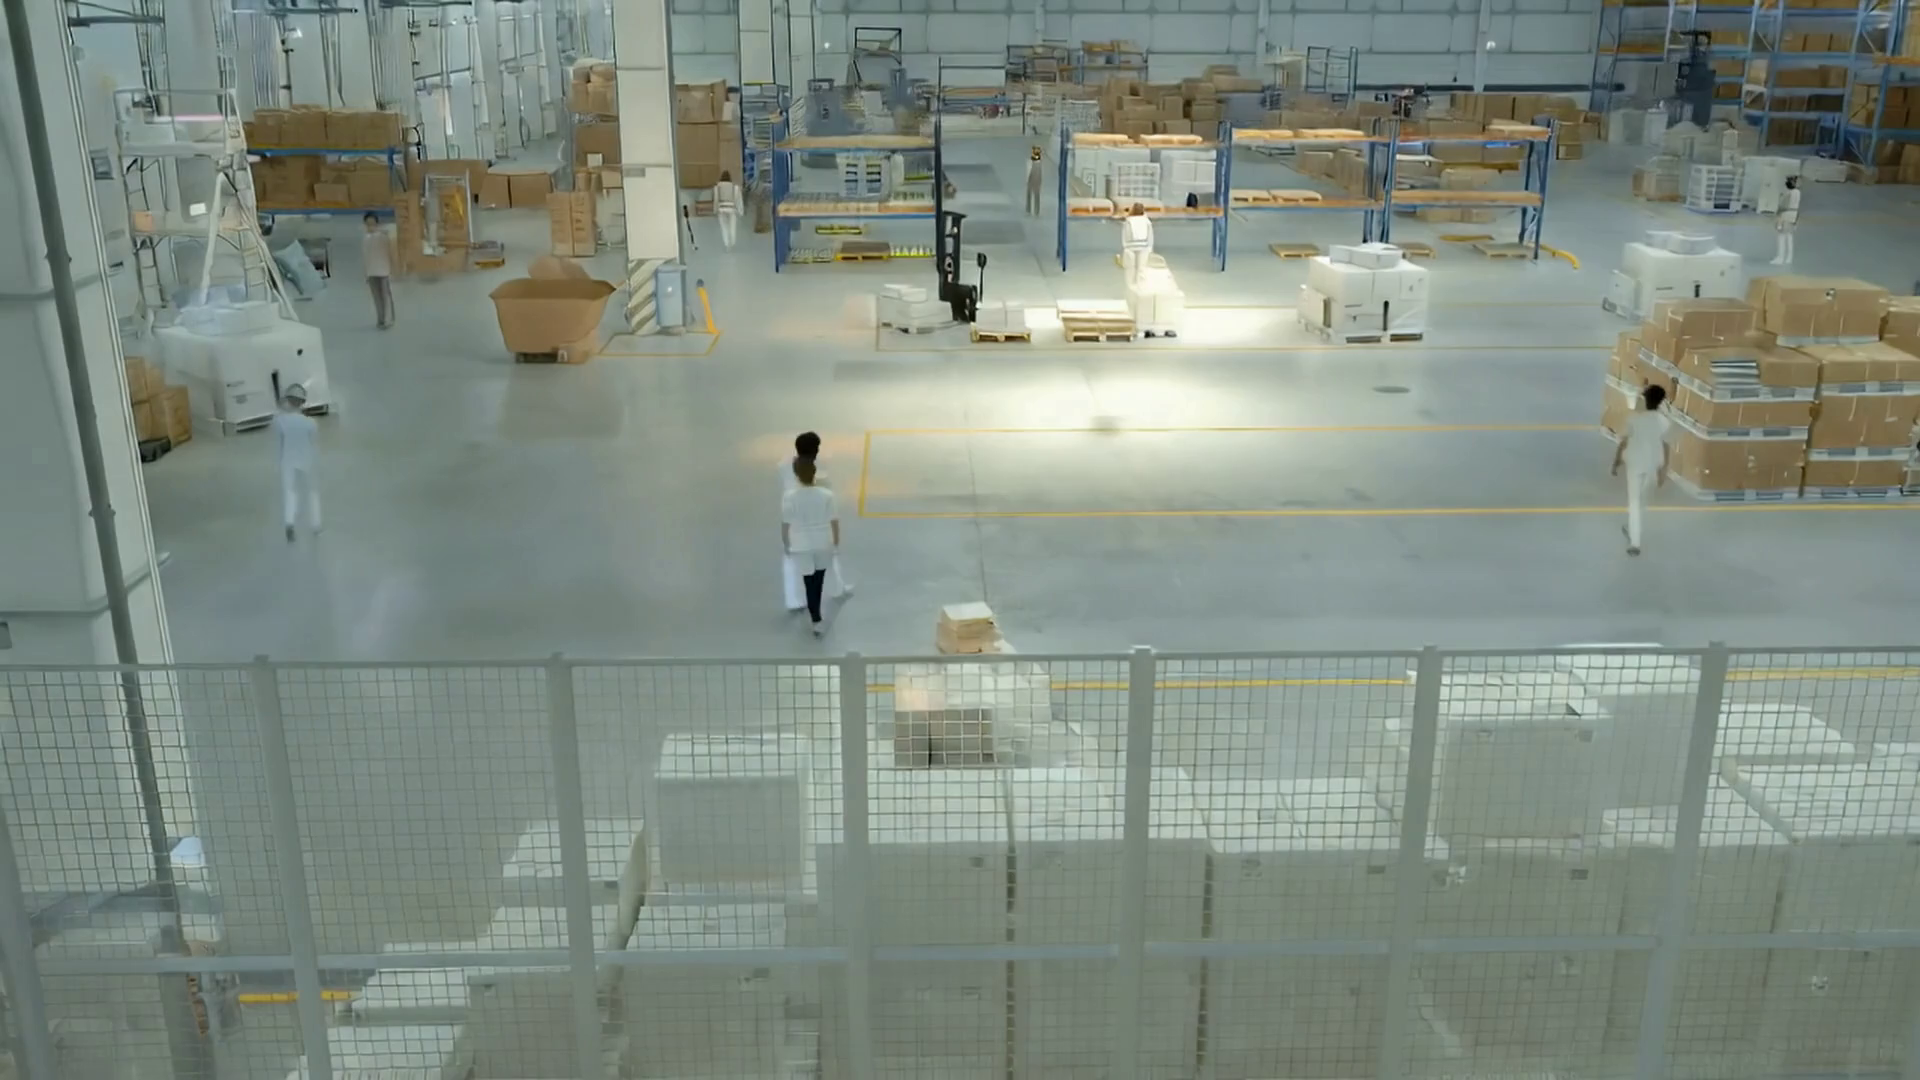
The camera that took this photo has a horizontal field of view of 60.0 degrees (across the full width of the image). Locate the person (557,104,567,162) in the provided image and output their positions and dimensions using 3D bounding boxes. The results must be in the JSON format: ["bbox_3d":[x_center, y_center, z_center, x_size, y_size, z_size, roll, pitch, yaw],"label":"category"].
[{"bbox_3d":[-13.433,-13.749,56.161,0.441,1.916,0.674,3,19,9],"label":"person"}]

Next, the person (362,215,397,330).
[{"bbox_3d":[-10.205,-4.676,29.106,0.396,1.992,0.619,7,20,19],"label":"person"}]

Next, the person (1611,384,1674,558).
[{"bbox_3d":[7.290,-0.764,17.788,0.508,1.818,0.999,2,19,5],"label":"person"}]

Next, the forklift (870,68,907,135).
[{"bbox_3d":[-2.271,-15.727,60.526,1.873,2.768,1.129,-10,21,-28],"label":"forklift"}]

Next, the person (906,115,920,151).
[{"bbox_3d":[-1.501,-12.761,53.480,0.484,1.744,0.295,-6,19,-16],"label":"person"}]

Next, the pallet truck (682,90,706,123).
[{"bbox_3d":[-9.671,-15.907,62.421,0.823,1.965,1.885,5,19,15],"label":"pallet truck"}]

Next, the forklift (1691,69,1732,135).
[{"bbox_3d":[26.710,-15.480,59.794,1.873,2.768,1.129,-1,19,-1],"label":"forklift"}]

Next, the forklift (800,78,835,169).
[{"bbox_3d":[-4.527,-13.620,54.275,1.129,2.768,1.873,-6,20,-18],"label":"forklift"}]

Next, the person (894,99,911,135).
[{"bbox_3d":[-1.988,-14.338,57.859,0.635,1.936,0.356,1,19,3],"label":"person"}]

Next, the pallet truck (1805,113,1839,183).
[{"bbox_3d":[26.403,-11.957,50.702,0.823,1.965,1.885,6,19,16],"label":"pallet truck"}]

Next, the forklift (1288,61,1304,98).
[{"bbox_3d":[13.218,-17.524,65.857,1.873,2.768,1.129,-1,19,-2],"label":"forklift"}]

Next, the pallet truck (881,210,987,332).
[{"bbox_3d":[-0.493,-4.759,29.349,1.885,1.965,0.823,-13,23,-34],"label":"pallet truck"}]

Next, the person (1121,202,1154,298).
[{"bbox_3d":[3.408,-5.581,32.052,0.624,1.835,0.431,-1,19,-2],"label":"person"}]

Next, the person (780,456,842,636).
[{"bbox_3d":[-1.397,0.034,15.647,0.560,1.642,0.896,-8,20,-21],"label":"person"}]

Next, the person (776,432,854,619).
[{"bbox_3d":[-1.419,-0.182,16.057,0.627,1.805,0.839,11,21,29],"label":"person"}]

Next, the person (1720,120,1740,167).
[{"bbox_3d":[24.151,-12.305,52.197,0.539,1.695,0.318,7,20,21],"label":"person"}]

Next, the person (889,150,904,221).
[{"bbox_3d":[-1.623,-9.113,42.357,0.372,1.940,0.631,5,19,15],"label":"person"}]

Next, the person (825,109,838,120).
[{"bbox_3d":[-4.684,-15.148,60.719,0.514,1.642,0.310,-1,19,-4],"label":"person"}]

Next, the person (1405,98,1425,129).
[{"bbox_3d":[16.354,-14.936,59.753,0.614,1.865,1.024,-4,19,-12],"label":"person"}]

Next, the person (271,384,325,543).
[{"bbox_3d":[-7.193,-0.825,18.071,0.522,1.738,0.676,-2,19,-7],"label":"person"}]

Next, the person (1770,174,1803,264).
[{"bbox_3d":[17.826,-6.919,35.874,0.541,1.929,0.394,-6,20,-18],"label":"person"}]

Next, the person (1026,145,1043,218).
[{"bbox_3d":[1.919,-9.230,42.847,0.508,1.846,0.345,-14,23,-35],"label":"person"}]

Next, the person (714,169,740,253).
[{"bbox_3d":[-5.207,-7.344,37.224,0.577,1.870,0.509,-4,19,-12],"label":"person"}]
